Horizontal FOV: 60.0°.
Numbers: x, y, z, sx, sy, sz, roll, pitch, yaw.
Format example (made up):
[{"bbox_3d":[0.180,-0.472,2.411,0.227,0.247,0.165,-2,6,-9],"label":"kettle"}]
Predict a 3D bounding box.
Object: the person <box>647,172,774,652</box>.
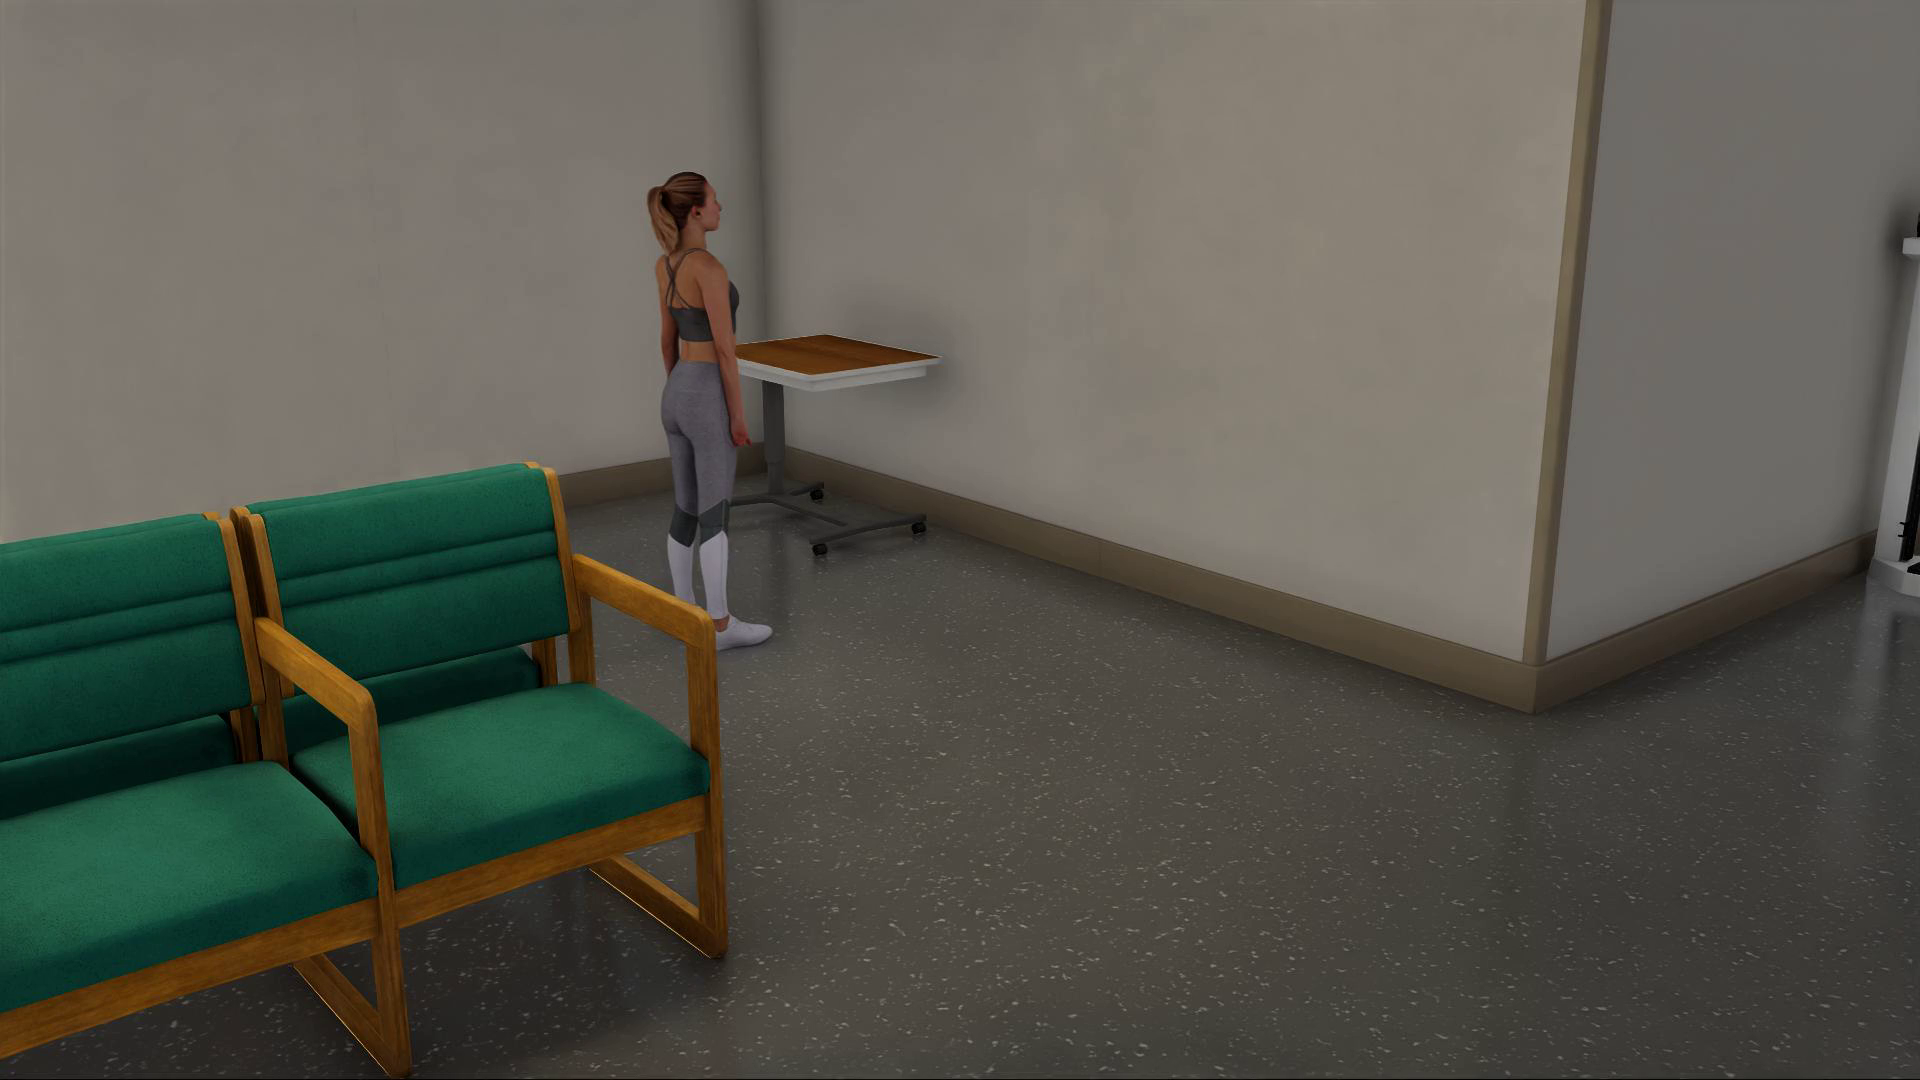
[{"bbox_3d":[-0.939,-0.457,5.974,0.614,1.702,0.468,-13,20,-38],"label":"person"}]
